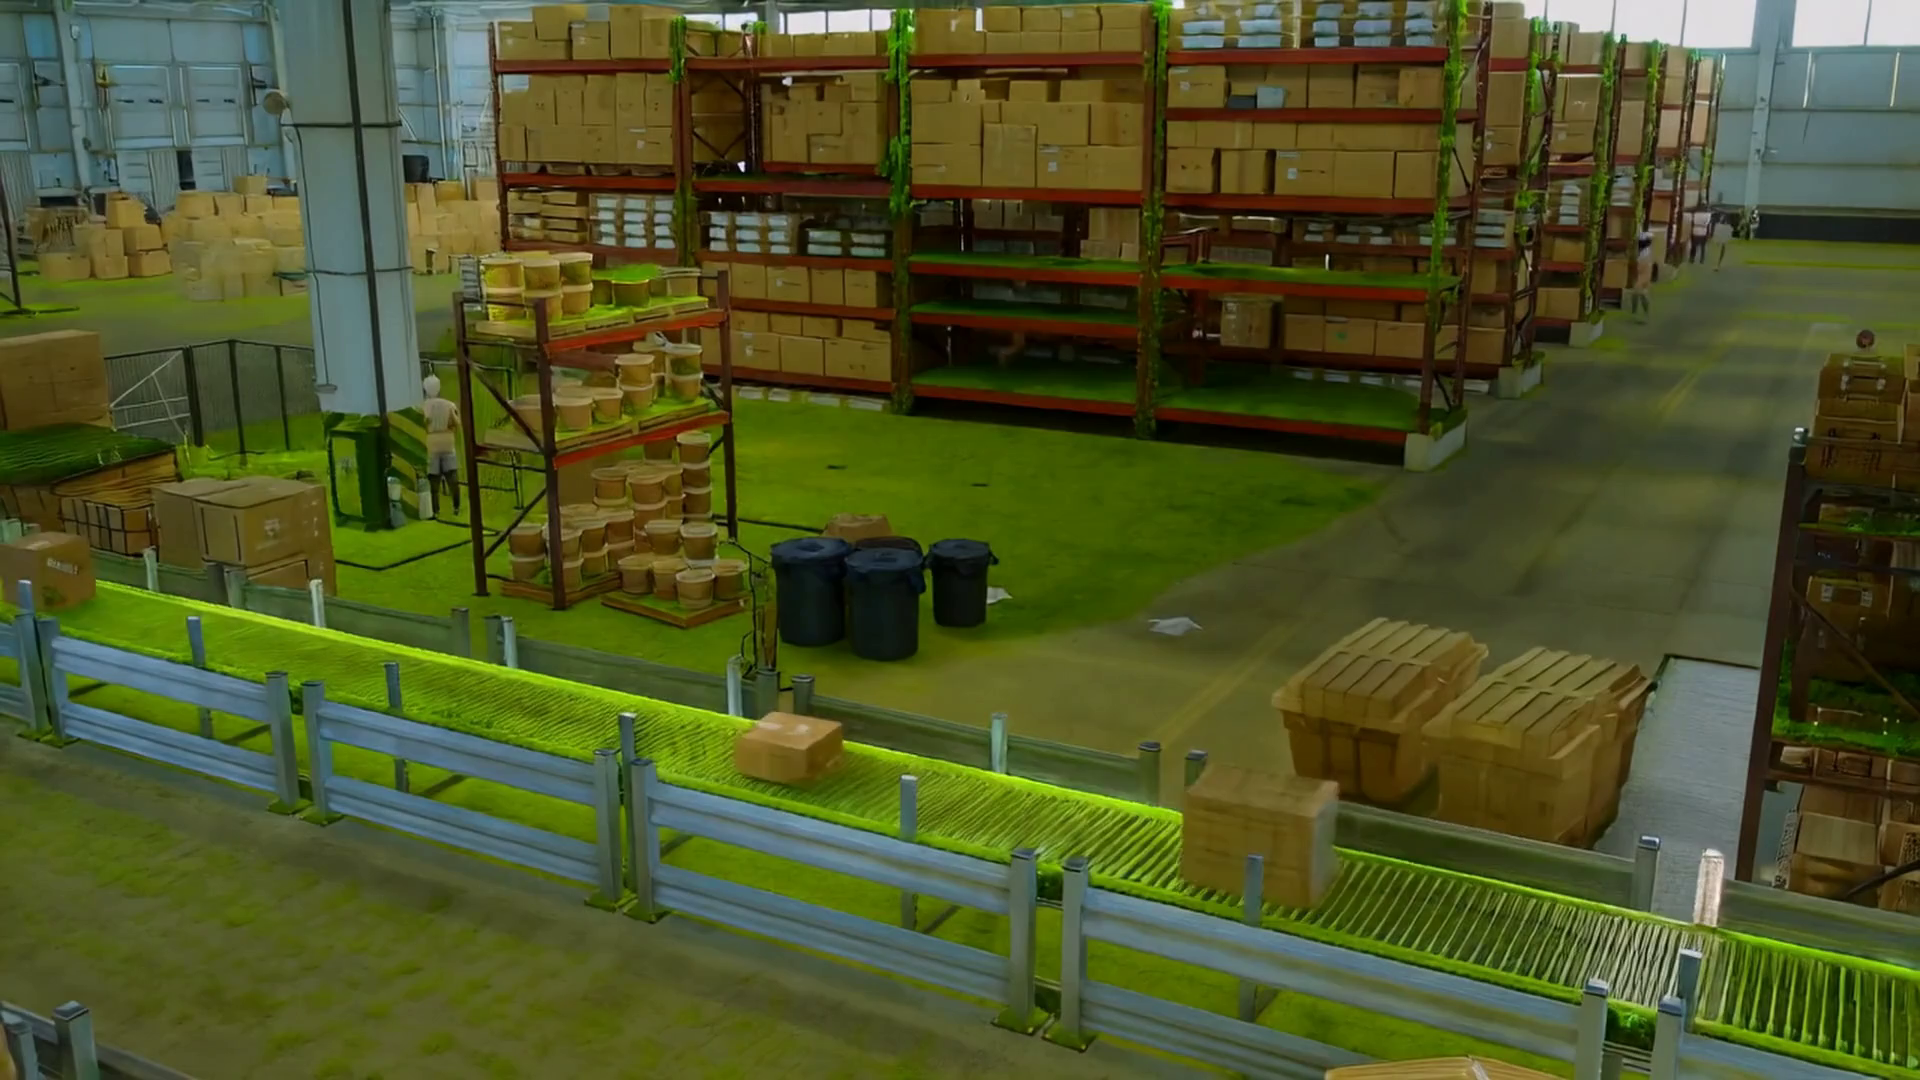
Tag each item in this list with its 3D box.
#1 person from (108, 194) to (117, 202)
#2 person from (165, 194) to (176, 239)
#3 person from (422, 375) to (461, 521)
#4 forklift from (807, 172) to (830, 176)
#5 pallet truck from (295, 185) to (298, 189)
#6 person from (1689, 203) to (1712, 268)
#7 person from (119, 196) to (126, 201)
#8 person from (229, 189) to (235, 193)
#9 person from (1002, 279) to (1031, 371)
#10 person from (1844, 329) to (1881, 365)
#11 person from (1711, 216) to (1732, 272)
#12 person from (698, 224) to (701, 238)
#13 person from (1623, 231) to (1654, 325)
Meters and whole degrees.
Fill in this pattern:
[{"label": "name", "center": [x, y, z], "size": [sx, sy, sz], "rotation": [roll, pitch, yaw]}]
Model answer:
[{"label": "person", "center": [-26.229, -9.793, 51.750], "size": [0.643, 1.919, 0.459], "rotation": [6, 16, 22]}, {"label": "person", "center": [-24.877, -10.057, 52.845], "size": [0.656, 1.879, 1.037], "rotation": [3, 15, 11]}, {"label": "person", "center": [-6.091, -1.075, 19.402], "size": [0.537, 1.698, 0.320], "rotation": [-11, 19, -37]}, {"label": "forklift", "center": [-5.198, -12.865, 61.463], "size": [1.129, 2.768, 1.873], "rotation": [8, 17, 28]}, {"label": "pallet truck", "center": [-26.804, -14.617, 69.738], "size": [1.885, 1.965, 0.823], "rotation": [-14, 20, -42]}, {"label": "person", "center": [21.504, -8.839, 48.272], "size": [0.764, 1.863, 0.659], "rotation": [-14, 20, -42]}, {"label": "person", "center": [-26.468, -10.003, 52.756], "size": [0.535, 1.821, 0.808], "rotation": [-4, 15, -15]}, {"label": "person", "center": [-26.183, -11.862, 60.068], "size": [0.313, 1.639, 0.517], "rotation": [-11, 18, -35]}, {"label": "person", "center": [1.019, -3.699, 28.895], "size": [0.521, 1.887, 0.669], "rotation": [10, 18, 33]}, {"label": "person", "center": [12.938, -2.229, 23.943], "size": [0.510, 1.590, 0.865], "rotation": [5, 16, 18]}, {"label": "person", "center": [21.582, -8.402, 47.179], "size": [0.492, 1.578, 0.889], "rotation": [11, 18, 35]}, {"label": "person", "center": [-6.864, -8.140, 45.539], "size": [0.593, 1.922, 0.391], "rotation": [2, 15, 7]}, {"label": "person", "center": [14.736, -5.678, 36.089], "size": [0.698, 2.017, 0.630], "rotation": [7, 16, 24]}]
